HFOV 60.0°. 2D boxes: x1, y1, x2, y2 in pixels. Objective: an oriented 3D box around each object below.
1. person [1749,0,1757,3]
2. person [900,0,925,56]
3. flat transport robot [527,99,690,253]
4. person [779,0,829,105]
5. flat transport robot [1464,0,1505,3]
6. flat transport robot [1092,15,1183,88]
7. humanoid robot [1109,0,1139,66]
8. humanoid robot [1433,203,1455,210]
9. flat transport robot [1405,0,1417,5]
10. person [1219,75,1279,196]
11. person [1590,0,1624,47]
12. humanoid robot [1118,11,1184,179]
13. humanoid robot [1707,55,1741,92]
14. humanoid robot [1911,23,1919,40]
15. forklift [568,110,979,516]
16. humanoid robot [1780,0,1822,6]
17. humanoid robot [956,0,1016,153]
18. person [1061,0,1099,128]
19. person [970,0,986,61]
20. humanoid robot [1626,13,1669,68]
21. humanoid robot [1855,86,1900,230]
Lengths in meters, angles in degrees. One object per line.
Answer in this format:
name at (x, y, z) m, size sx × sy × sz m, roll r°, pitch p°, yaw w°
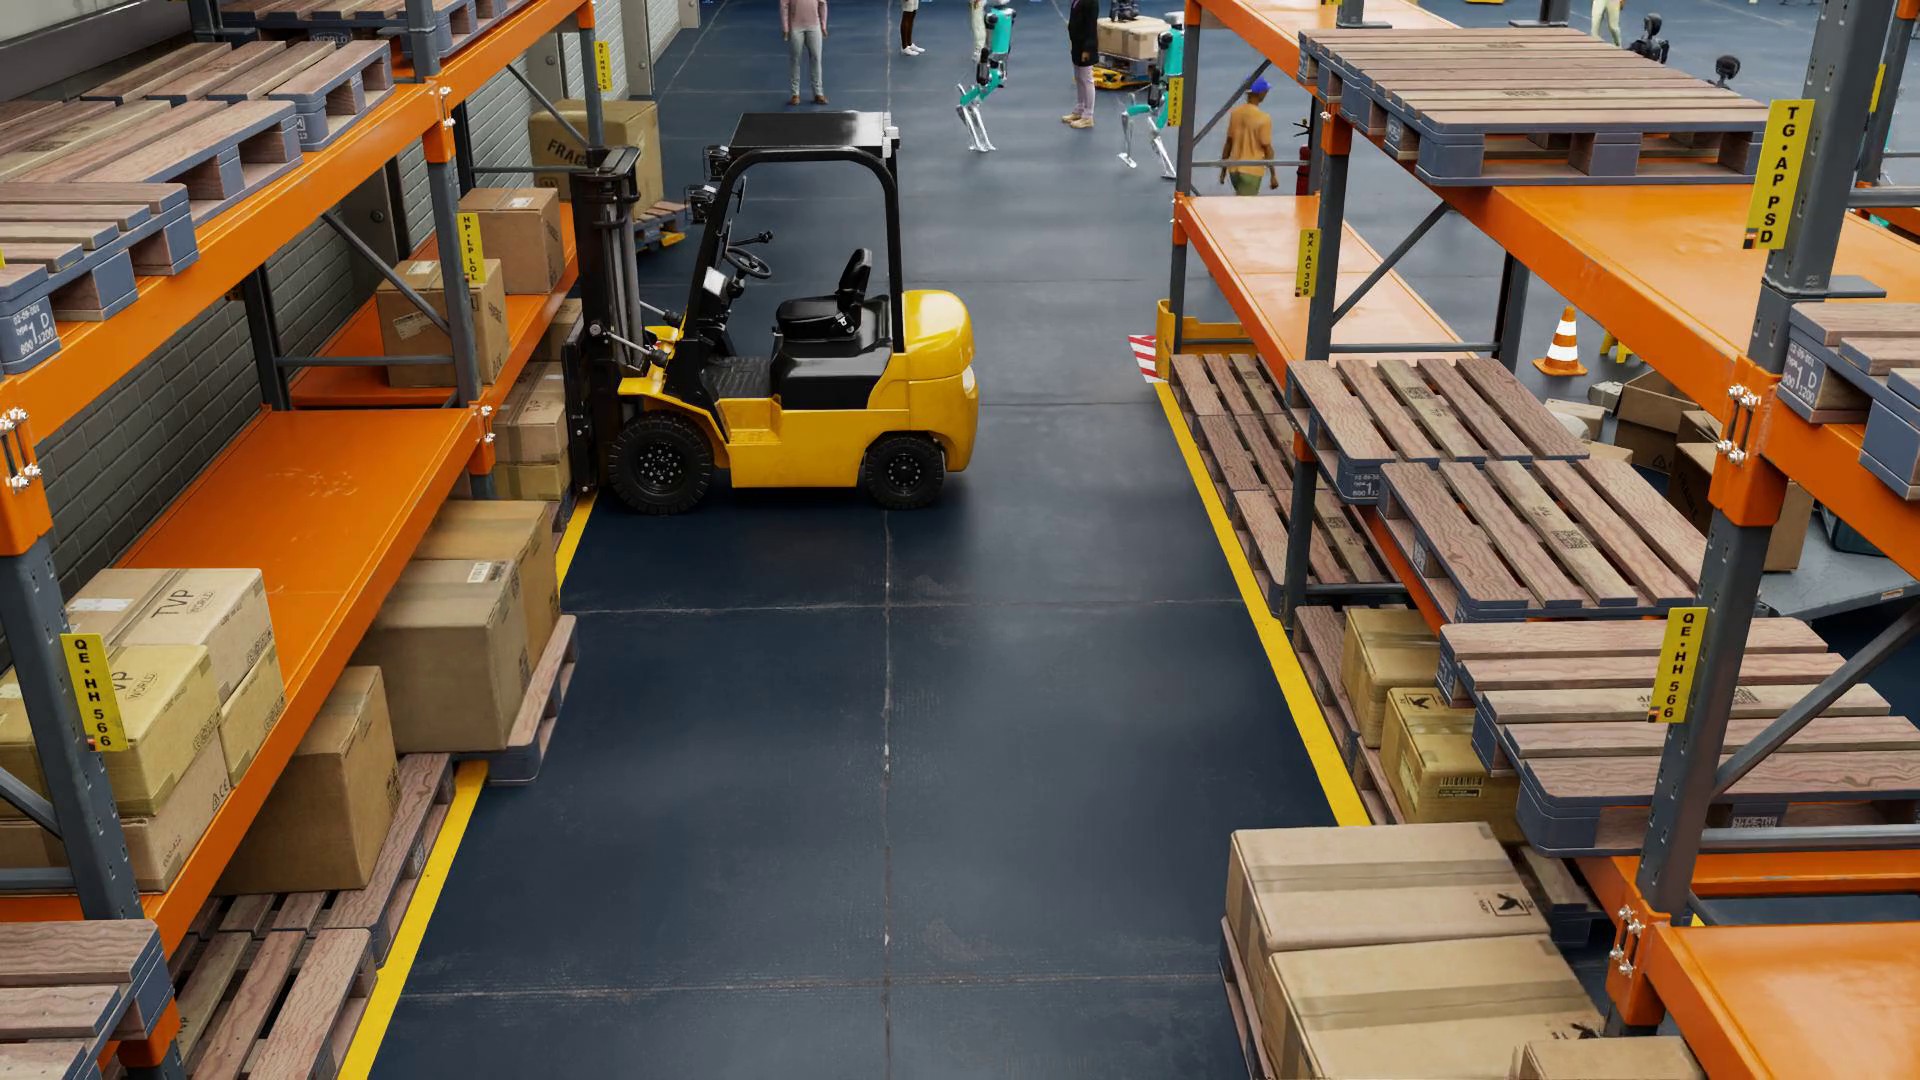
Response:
person at (14.572, -10.774, 30.228) m, size 0.504 × 1.894 × 0.829 m, roll 12°, pitch 28°, yaw 25°
person at (-0.744, -8.233, 24.831) m, size 0.362 × 1.897 × 0.556 m, roll 6°, pitch 26°, yaw 13°
flat transport robot at (-3.208, -2.678, 14.975) m, size 0.659 × 0.231 × 1.431 m, roll 16°, pitch 30°, yaw 30°
person at (-1.977, -6.511, 21.174) m, size 0.632 × 1.920 × 0.561 m, roll -8°, pitch 27°, yaw -17°
flat transport robot at (9.759, -10.060, 30.608) m, size 0.659 × 0.231 × 1.431 m, roll 12°, pitch 28°, yaw 24°
flat transport robot at (2.403, -6.411, 22.879) m, size 1.431 × 0.231 × 0.659 m, roll -16°, pitch 30°, yaw -30°
humanoid robot at (2.266, -7.107, 22.714) m, size 0.423 × 1.642 × 0.590 m, roll 19°, pitch 31°, yaw 35°
humanoid robot at (4.898, -4.062, 16.246) m, size 0.337 × 1.647 × 0.608 m, roll 7°, pitch 26°, yaw 14°
flat transport robot at (6.445, -7.992, 26.228) m, size 0.659 × 0.231 × 1.431 m, roll 23°, pitch 34°, yaw 40°
person at (2.537, -3.170, 14.361) m, size 0.900 × 1.668 × 0.472 m, roll -17°, pitch 30°, yaw -32°
person at (9.369, -7.807, 23.985) m, size 0.544 × 1.859 × 0.840 m, roll 19°, pitch 31°, yaw 35°
humanoid robot at (2.002, -4.725, 17.657) m, size 0.531 × 1.773 × 1.018 m, roll -22°, pitch 33°, yaw -38°
humanoid robot at (6.980, -3.722, 15.589) m, size 0.787 × 1.618 × 0.612 m, roll -3°, pitch 25°, yaw -7°
humanoid robot at (15.278, -8.669, 26.022) m, size 0.426 × 1.645 × 0.583 m, roll 14°, pitch 29°, yaw 28°
forklift at (-1.043, -1.379, 9.976) m, size 2.313 × 2.155 × 1.214 m, roll -1°, pitch 25°, yaw -2°
humanoid robot at (15.112, -10.354, 29.598) m, size 0.602 × 1.635 × 0.658 m, roll -22°, pitch 33°, yaw -38°
humanoid robot at (0.235, -5.216, 18.595) m, size 0.708 × 1.759 × 0.533 m, roll 15°, pitch 29°, yaw 28°
person at (1.482, -5.914, 19.969) m, size 0.409 × 1.857 × 0.532 m, roll -6°, pitch 26°, yaw -12°
person at (0.243, -7.936, 24.437) m, size 0.321 × 1.699 × 0.660 m, roll 1°, pitch 25°, yaw 3°
humanoid robot at (7.239, -4.748, 17.696) m, size 0.616 × 1.649 × 0.319 m, roll -8°, pitch 26°, yaw -16°
humanoid robot at (7.557, -2.748, 13.539) m, size 0.740 × 1.898 × 0.552 m, roll 15°, pitch 29°, yaw 29°
